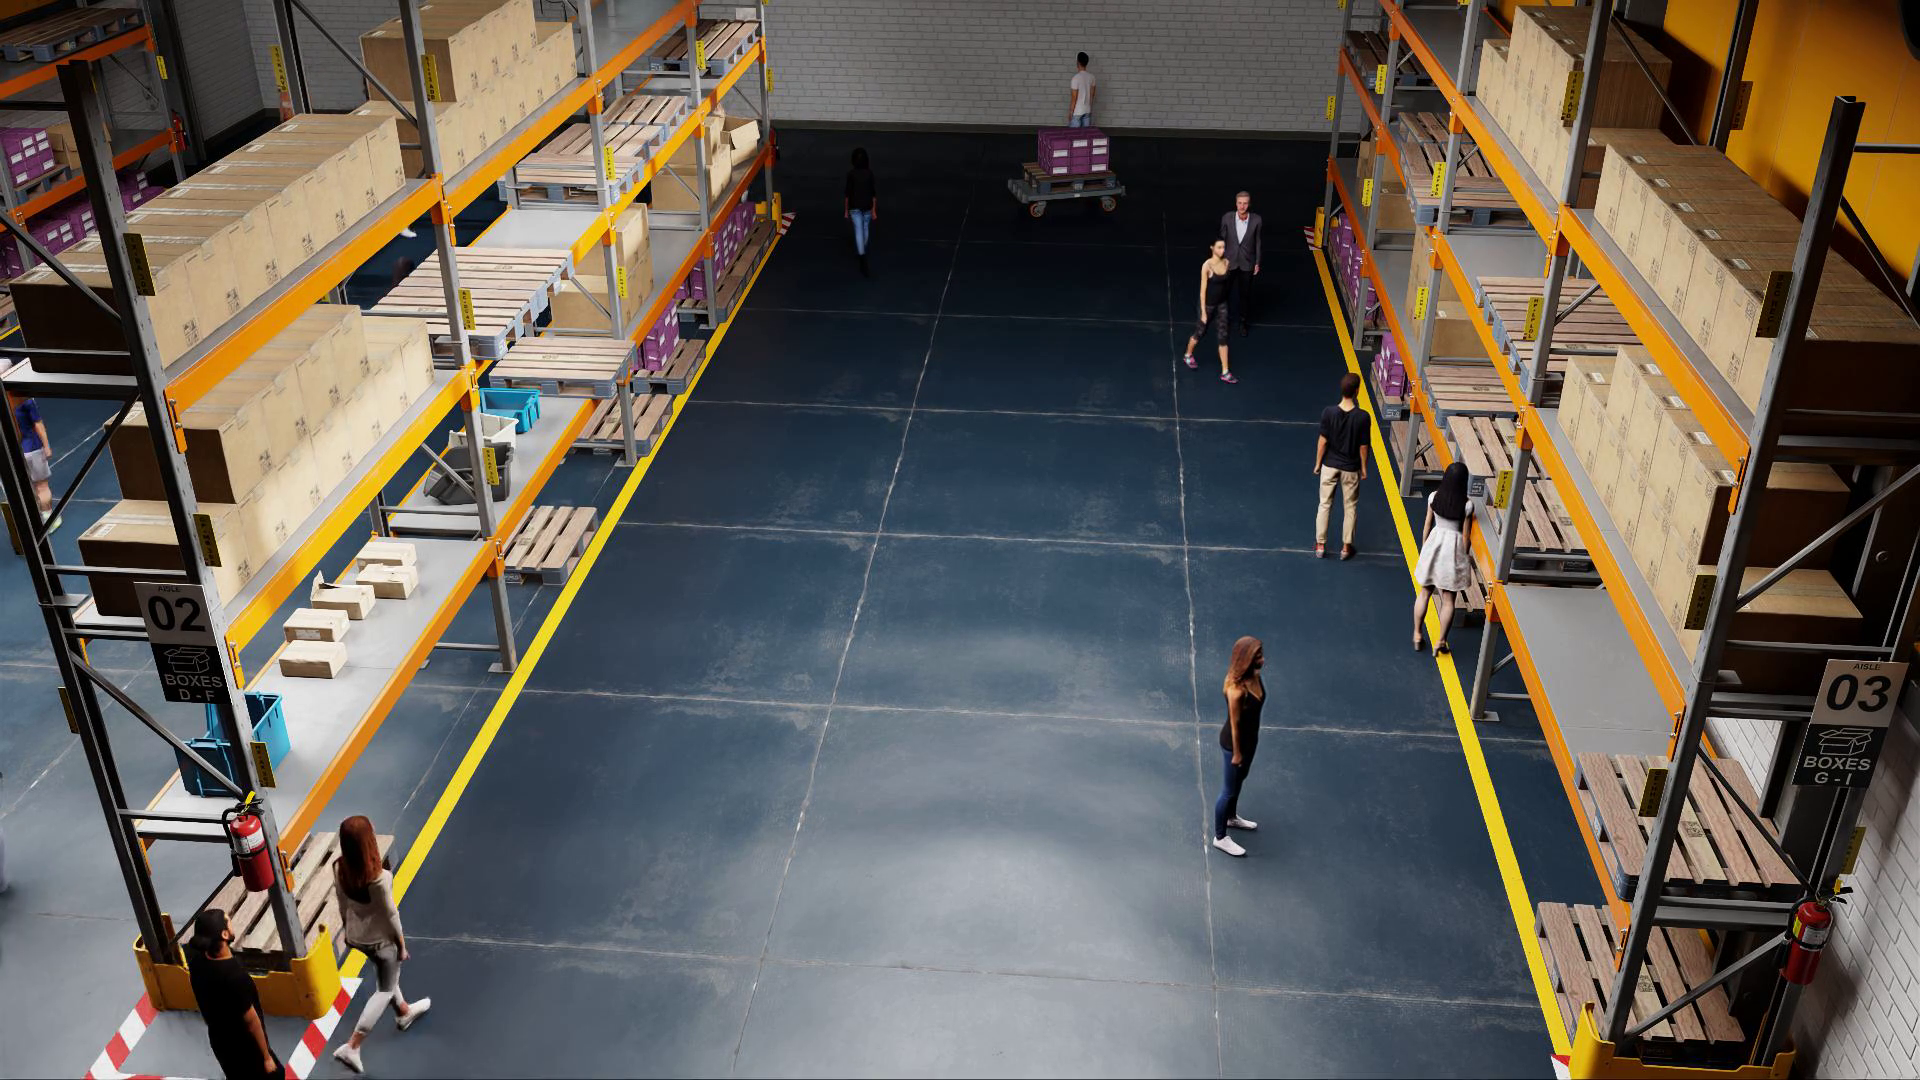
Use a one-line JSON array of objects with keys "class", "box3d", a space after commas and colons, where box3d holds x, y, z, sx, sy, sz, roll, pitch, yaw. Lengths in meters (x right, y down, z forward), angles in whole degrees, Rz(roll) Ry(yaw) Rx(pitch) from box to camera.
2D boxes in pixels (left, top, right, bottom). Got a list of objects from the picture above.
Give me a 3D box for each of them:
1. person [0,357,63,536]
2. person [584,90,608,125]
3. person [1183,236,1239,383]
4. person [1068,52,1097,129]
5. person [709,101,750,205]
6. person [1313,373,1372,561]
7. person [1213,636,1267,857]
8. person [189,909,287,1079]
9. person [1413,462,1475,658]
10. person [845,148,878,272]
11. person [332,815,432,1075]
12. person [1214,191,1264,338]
[{"class": "person", "box3d": [-8.976, -0.816, 15.868, 0.761, 1.779, 0.886, -5, 29, -8]}, {"class": "person", "box3d": [-5.505, -6.099, 25.620, 0.709, 1.713, 0.981, 7, 29, 12]}, {"class": "person", "box3d": [2.885, -2.731, 19.484, 0.988, 1.676, 1.190, -15, 32, -25]}, {"class": "person", "box3d": [1.976, -7.009, 27.129, 0.750, 1.866, 0.801, -20, 35, -32]}, {"class": "person", "box3d": [-3.588, -5.811, 25.099, 0.798, 1.707, 0.987, 7, 29, 12]}, {"class": "person", "box3d": [3.565, -0.676, 15.534, 0.677, 1.852, 0.588, 8, 30, 14]}, {"class": "person", "box3d": [1.988, 1.422, 11.824, 0.713, 1.722, 0.573, 13, 31, 22]}, {"class": "person", "box3d": [-4.058, 2.851, 9.200, 1.171, 1.725, 1.085, -23, 36, -35]}, {"class": "person", "box3d": [4.102, 0.158, 14.092, 0.778, 1.769, 0.805, 19, 34, 31]}, {"class": "person", "box3d": [-1.342, -4.460, 22.676, 0.839, 1.656, 1.197, -7, 29, -12]}, {"class": "person", "box3d": [-3.591, 2.438, 10.002, 0.853, 1.682, 1.089, 15, 32, 25]}, {"class": "person", "box3d": [3.452, -3.438, 20.610, 0.720, 1.840, 0.588, 4, 29, 6]}]
